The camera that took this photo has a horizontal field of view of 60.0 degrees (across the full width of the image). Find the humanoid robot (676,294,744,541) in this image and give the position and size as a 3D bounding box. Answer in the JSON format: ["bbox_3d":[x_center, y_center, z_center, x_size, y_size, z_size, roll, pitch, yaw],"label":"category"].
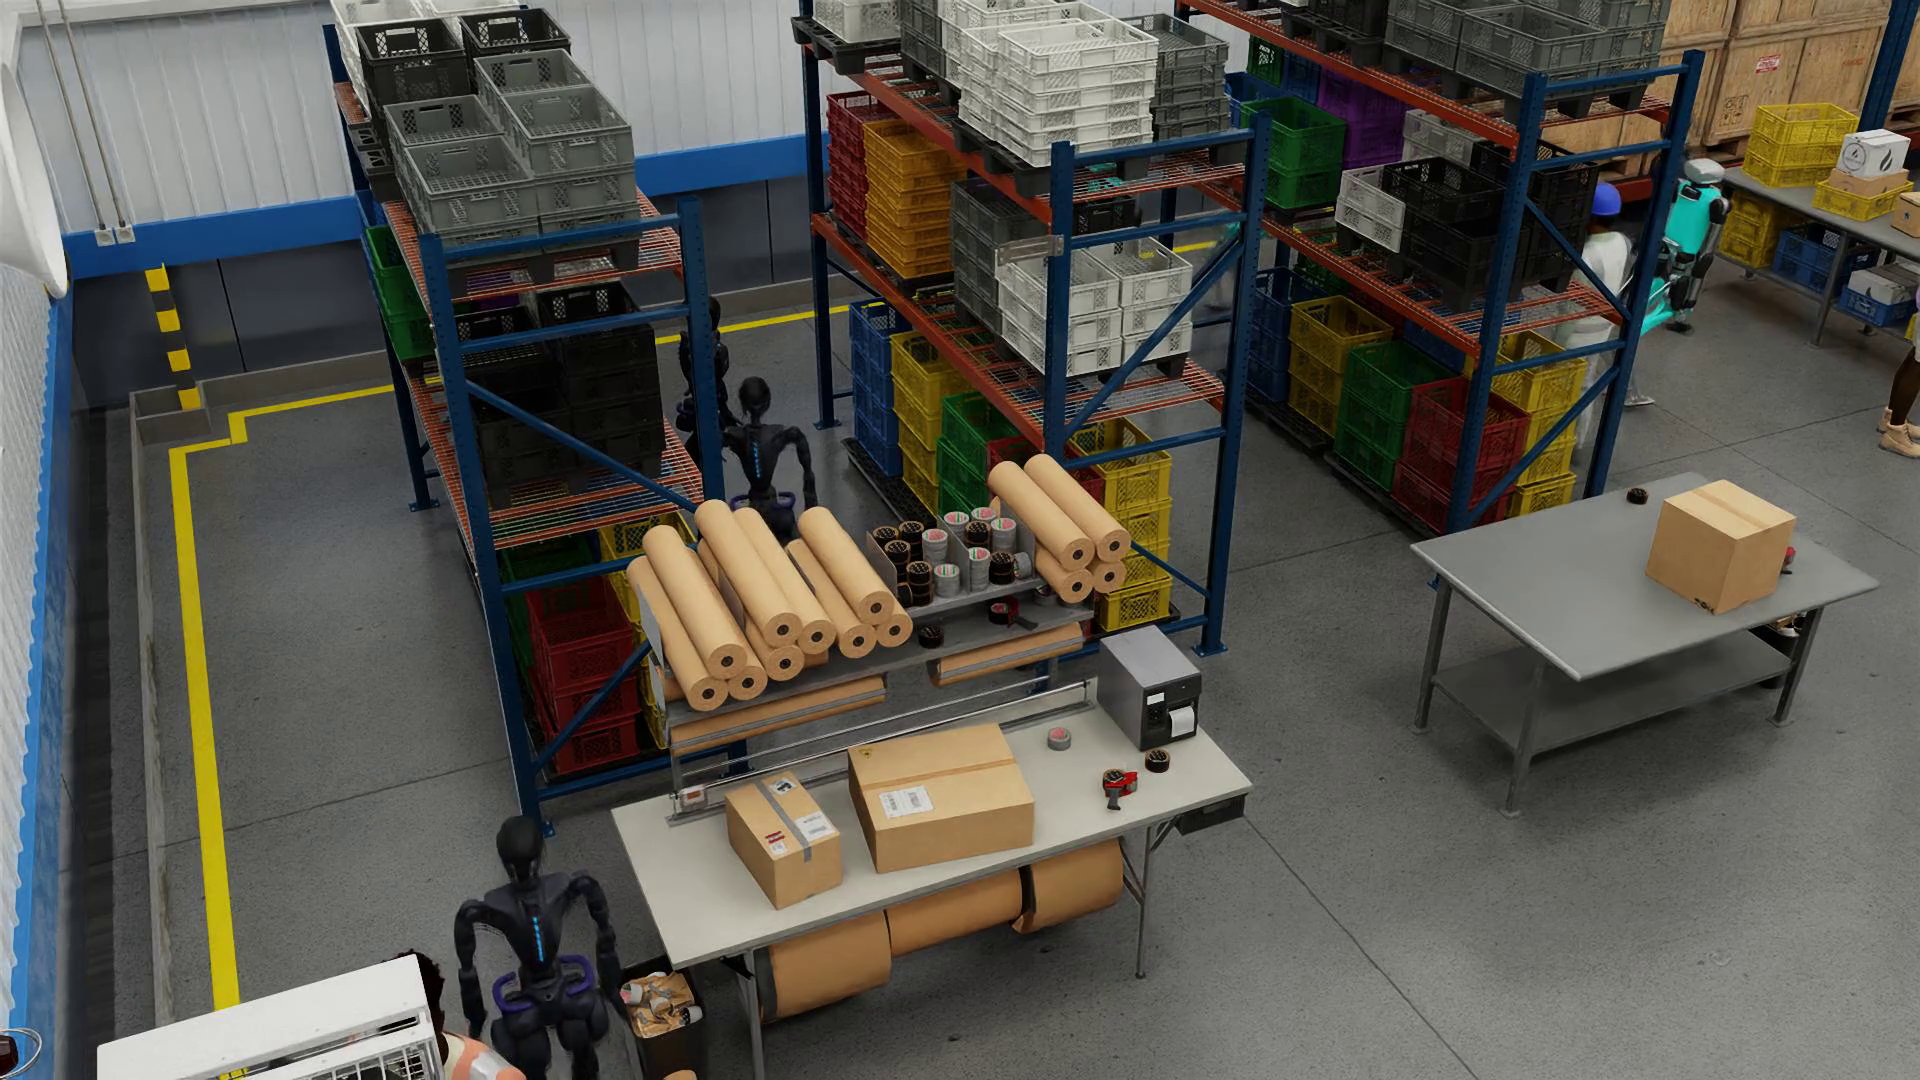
[{"bbox_3d":[-1.465,-0.666,9.694,0.315,1.657,0.599,4,32,6],"label":"humanoid robot"}]

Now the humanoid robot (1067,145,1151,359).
[{"bbox_3d":[0.970,-1.957,11.814,0.574,1.836,0.772,11,33,17],"label":"humanoid robot"}]

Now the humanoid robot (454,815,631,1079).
[{"bbox_3d":[-1.512,1.642,5.982,0.590,1.639,0.689,-14,34,-21],"label":"humanoid robot"}]

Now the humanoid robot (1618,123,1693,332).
[{"bbox_3d":[5.329,-2.396,12.584,0.796,1.625,0.609,24,39,34],"label":"humanoid robot"}]

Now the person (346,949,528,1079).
[{"bbox_3d":[-1.550,2.012,5.084,0.611,1.965,0.363,10,33,15],"label":"person"}]

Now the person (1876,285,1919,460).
[{"bbox_3d":[6.377,-1.516,10.743,0.373,2.043,0.607,14,34,22],"label":"person"}]

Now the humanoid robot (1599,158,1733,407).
[{"bbox_3d":[4.666,-1.713,11.273,0.748,1.702,0.530,-11,33,-17],"label":"humanoid robot"}]

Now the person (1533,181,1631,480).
[{"bbox_3d":[3.898,-1.315,10.506,0.402,1.945,0.613,28,41,37],"label":"person"}]

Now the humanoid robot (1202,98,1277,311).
[{"bbox_3d":[2.122,-2.505,12.658,0.822,1.787,0.576,-1,32,-2],"label":"humanoid robot"}]

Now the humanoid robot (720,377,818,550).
[{"bbox_3d":[-1.029,-0.094,8.792,0.610,1.645,0.524,-3,32,-5],"label":"humanoid robot"}]

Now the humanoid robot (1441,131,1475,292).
[{"bbox_3d":[3.705,-2.266,12.309,0.350,1.654,0.585,13,34,20],"label":"humanoid robot"}]
